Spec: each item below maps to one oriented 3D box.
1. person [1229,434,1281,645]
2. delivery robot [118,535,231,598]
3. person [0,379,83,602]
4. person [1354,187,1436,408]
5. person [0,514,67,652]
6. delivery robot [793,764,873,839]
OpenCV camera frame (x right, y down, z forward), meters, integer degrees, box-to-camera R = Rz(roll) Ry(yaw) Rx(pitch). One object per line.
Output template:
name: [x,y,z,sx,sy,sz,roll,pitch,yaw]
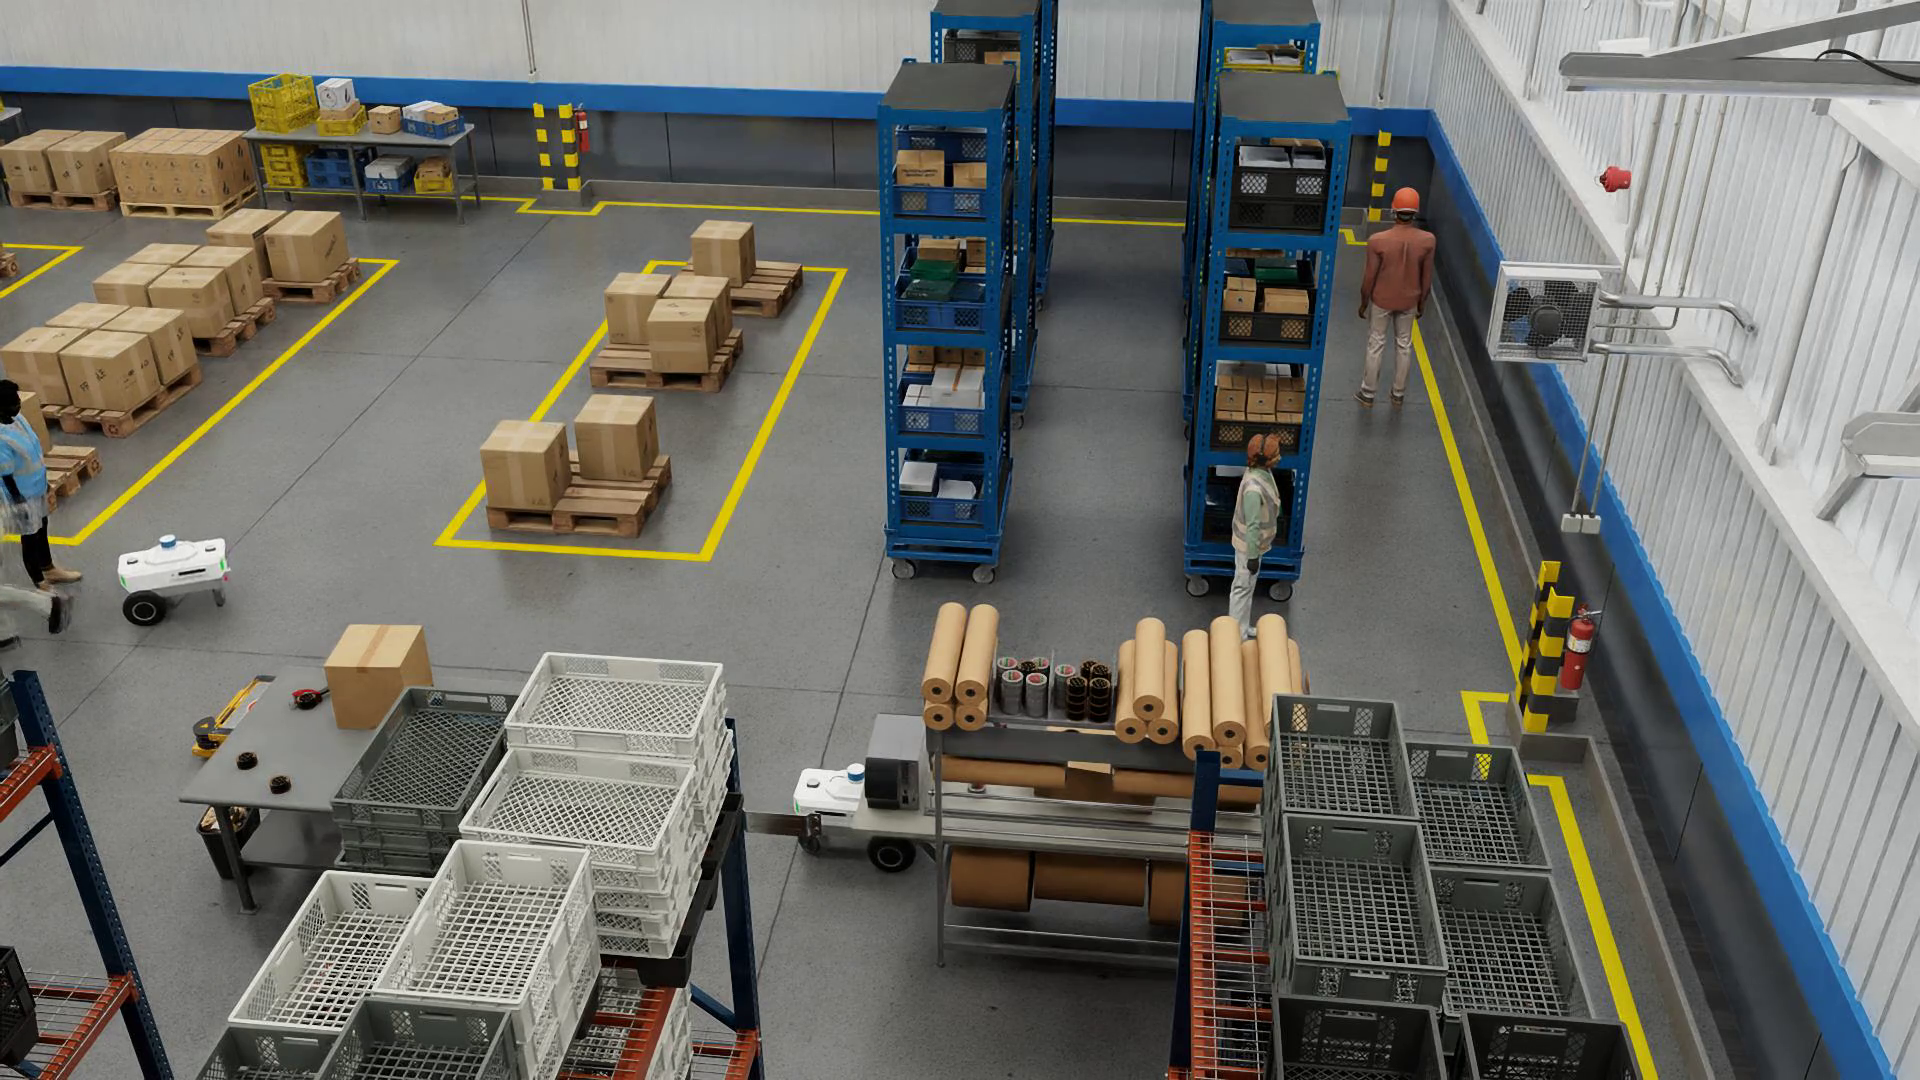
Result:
person: [1.980,0.028,11.246,0.308,1.640,0.511,6,31,10]
delivery robot: [-5.633,0.196,11.940,0.707,0.478,0.477,-10,32,-17]
person: [-6.649,-0.356,11.852,0.320,1.693,0.531,-6,31,-10]
person: [3.799,-2.110,14.570,0.612,1.995,0.377,-1,30,-2]
person: [-6.587,-0.031,11.196,0.620,1.798,0.632,-22,37,-33]
delivery robot: [-0.599,1.520,9.666,0.707,0.478,0.477,4,31,7]
